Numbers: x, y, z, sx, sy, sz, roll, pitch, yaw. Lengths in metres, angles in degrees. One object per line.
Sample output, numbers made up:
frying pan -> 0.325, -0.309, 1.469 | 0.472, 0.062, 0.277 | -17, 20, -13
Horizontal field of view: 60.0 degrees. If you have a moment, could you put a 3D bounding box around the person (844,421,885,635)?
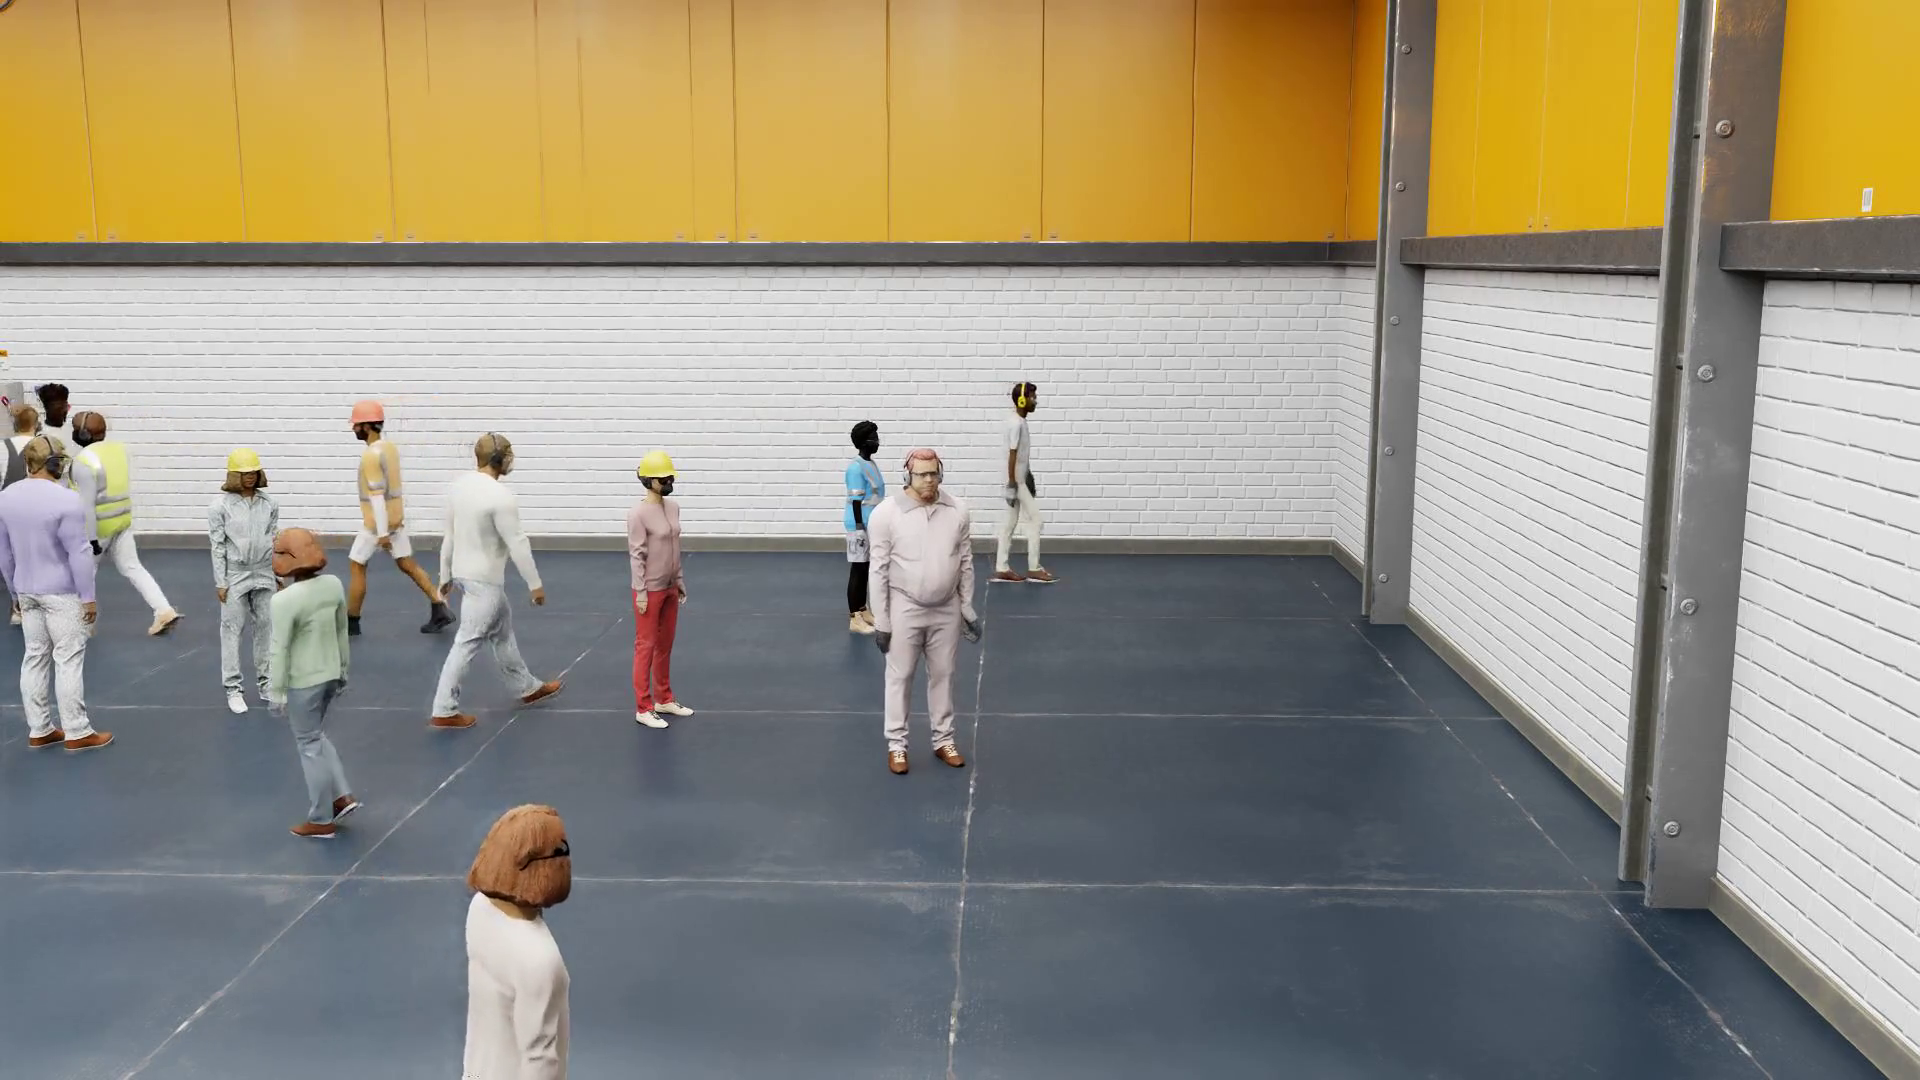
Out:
person -> -0.756, -0.105, 13.260 | 0.319, 1.697, 0.533 | 2, 10, 10

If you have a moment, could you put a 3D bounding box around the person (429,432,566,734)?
person -> -3.006, 0.254, 10.647 | 1.032, 1.877, 0.658 | -8, 13, -40

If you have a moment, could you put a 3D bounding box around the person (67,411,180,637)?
person -> -6.638, -0.113, 13.005 | 0.911, 1.812, 0.614 | 2, 10, 10

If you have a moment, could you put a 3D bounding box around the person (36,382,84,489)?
person -> -7.655, -0.372, 14.086 | 0.678, 1.946, 0.613 | 4, 11, 23

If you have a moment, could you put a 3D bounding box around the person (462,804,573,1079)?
person -> -1.153, 1.463, 4.393 | 0.854, 1.588, 0.509 | -8, 13, -40

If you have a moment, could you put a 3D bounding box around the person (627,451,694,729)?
person -> -1.921, 0.307, 10.649 | 0.313, 1.768, 0.528 | 4, 10, 21

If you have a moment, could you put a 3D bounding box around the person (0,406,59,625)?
person -> -7.696, -0.208, 13.673 | 0.573, 1.772, 0.991 | -1, 10, -4

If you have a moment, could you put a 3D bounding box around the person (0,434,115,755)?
person -> -5.469, 0.329, 10.016 | 0.635, 1.936, 0.354 | 3, 10, 17

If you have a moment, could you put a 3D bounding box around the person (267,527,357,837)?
person -> -3.357, 0.735, 8.531 | 0.341, 1.620, 0.520 | 3, 10, 16

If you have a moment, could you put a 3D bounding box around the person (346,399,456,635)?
person -> -4.508, -0.167, 13.080 | 1.016, 1.896, 0.541 | 1, 10, 4

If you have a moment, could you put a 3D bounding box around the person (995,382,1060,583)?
person -> 0.651, -0.515, 15.210 | 0.740, 1.844, 0.565 | 0, 10, 2

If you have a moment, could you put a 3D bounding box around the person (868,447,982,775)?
person -> -0.199, 0.403, 9.681 | 0.656, 1.907, 0.406 | -4, 11, -24

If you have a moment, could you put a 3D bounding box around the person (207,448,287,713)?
person -> -4.694, 0.256, 11.010 | 0.298, 1.745, 0.484 | 7, 12, 37
